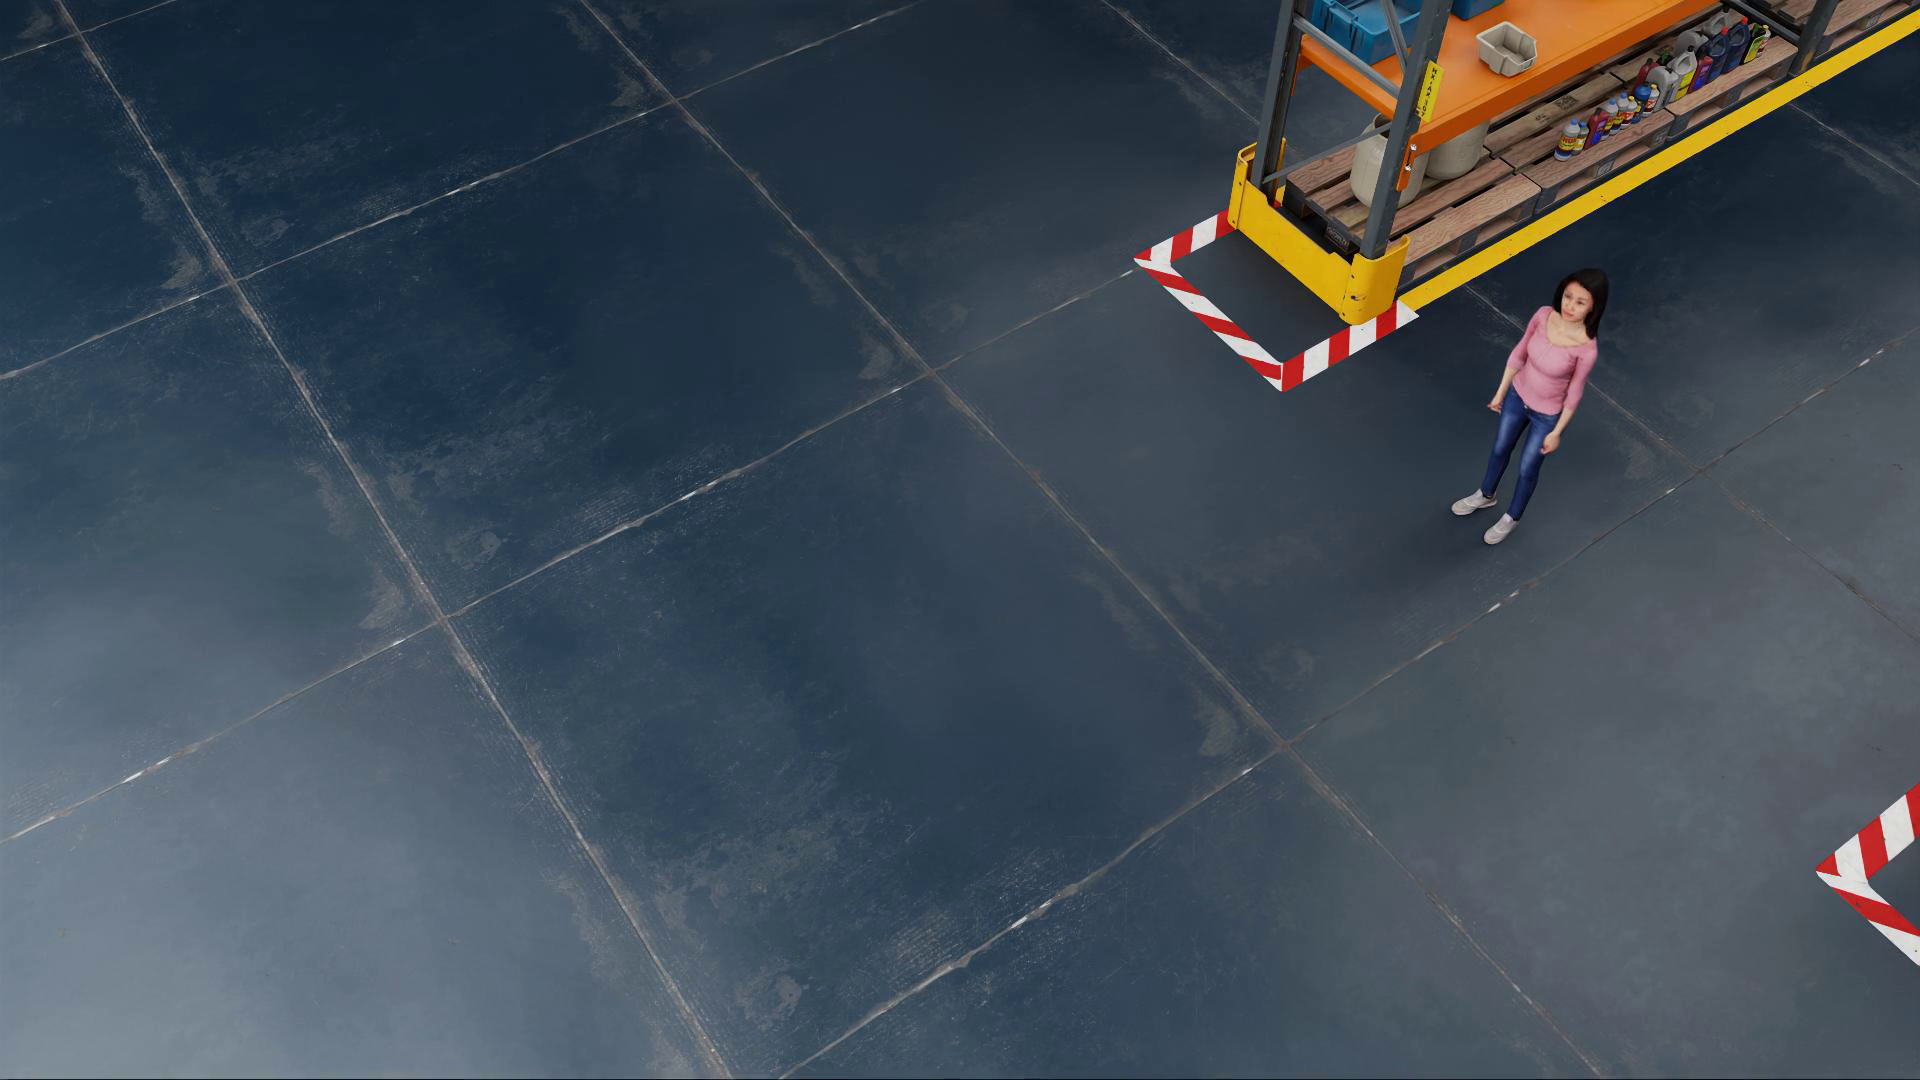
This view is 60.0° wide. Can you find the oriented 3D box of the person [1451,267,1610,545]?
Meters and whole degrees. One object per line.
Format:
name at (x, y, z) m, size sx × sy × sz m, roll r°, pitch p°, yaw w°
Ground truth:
person at (2.820, -0.650, 8.129) m, size 0.520 × 1.743 × 0.590 m, roll -25°, pitch 56°, yaw -18°
